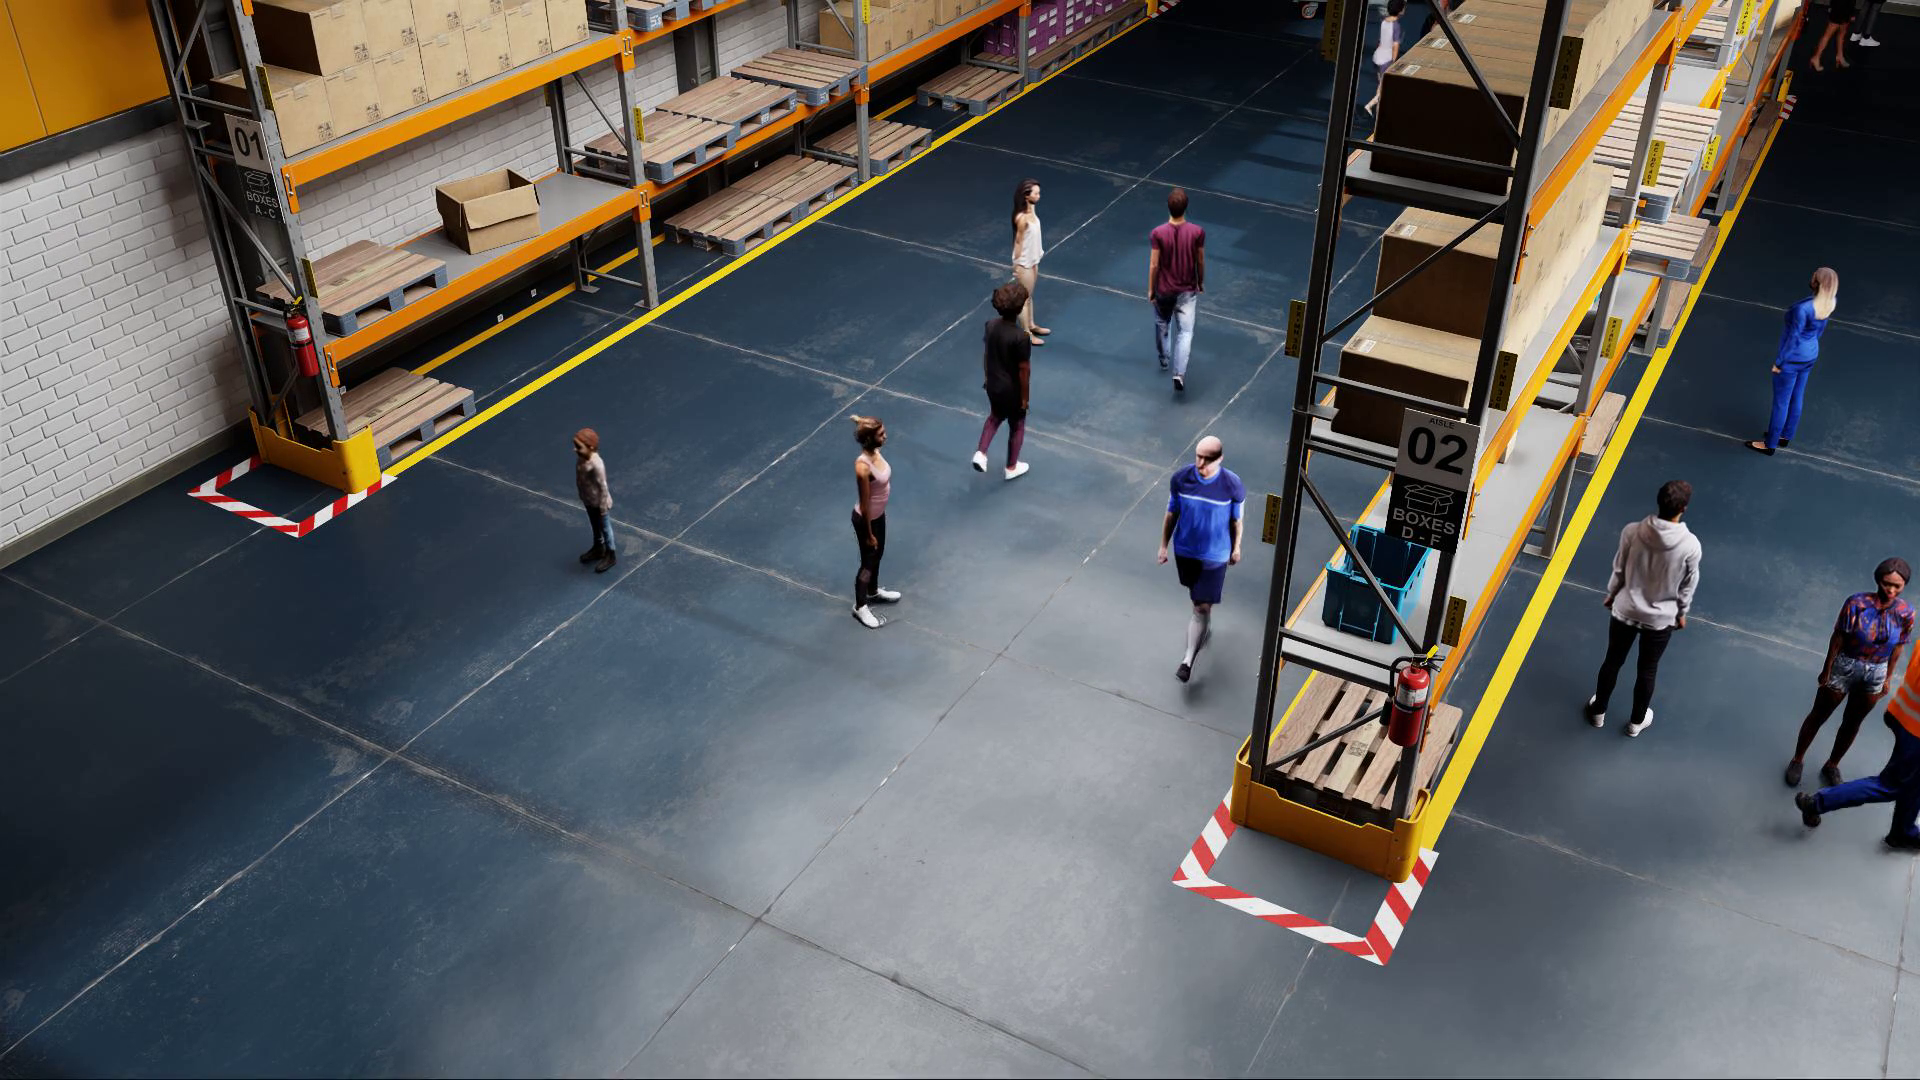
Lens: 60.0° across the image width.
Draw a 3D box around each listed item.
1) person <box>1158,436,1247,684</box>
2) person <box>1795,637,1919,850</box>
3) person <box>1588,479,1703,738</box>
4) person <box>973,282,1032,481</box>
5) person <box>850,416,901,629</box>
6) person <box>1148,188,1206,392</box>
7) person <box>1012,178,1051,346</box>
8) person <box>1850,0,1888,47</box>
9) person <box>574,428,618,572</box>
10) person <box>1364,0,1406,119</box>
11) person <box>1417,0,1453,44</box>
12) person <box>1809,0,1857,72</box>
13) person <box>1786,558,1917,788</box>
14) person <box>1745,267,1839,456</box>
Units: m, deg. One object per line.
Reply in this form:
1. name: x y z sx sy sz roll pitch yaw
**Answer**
1. person: 1.722 0.048 11.684 0.727 1.779 1.174 15 37 22
2. person: 5.655 1.144 9.977 0.987 1.842 1.178 7 34 10
3. person: 4.507 0.453 10.937 0.665 1.930 0.573 17 37 24
4. person: 0.337 -1.267 13.666 0.700 1.774 0.819 25 41 32
5. person: -0.679 -0.171 12.129 0.760 1.650 0.600 9 35 13
6. person: 1.966 -2.249 15.099 0.954 1.824 1.215 5 34 7
7. person: 0.622 -2.675 15.895 0.674 1.651 0.615 -6 34 -9
8. person: 13.181 -8.019 23.835 0.782 1.762 0.672 -1 34 -2
9. person: -2.799 -0.333 12.785 0.554 1.194 0.540 -25 41 -33
10. person: 5.371 -6.111 21.153 0.838 1.552 0.765 -12 35 -17
11. person: 6.522 -6.947 22.278 1.161 1.700 1.129 -7 34 -10
12. person: 11.955 -7.216 22.752 0.776 1.623 0.807 7 34 11
13. person: 5.658 0.852 10.506 0.646 1.743 0.607 8 34 11
14. person: 7.120 -1.526 14.121 0.631 1.701 0.757 -21 39 -28
